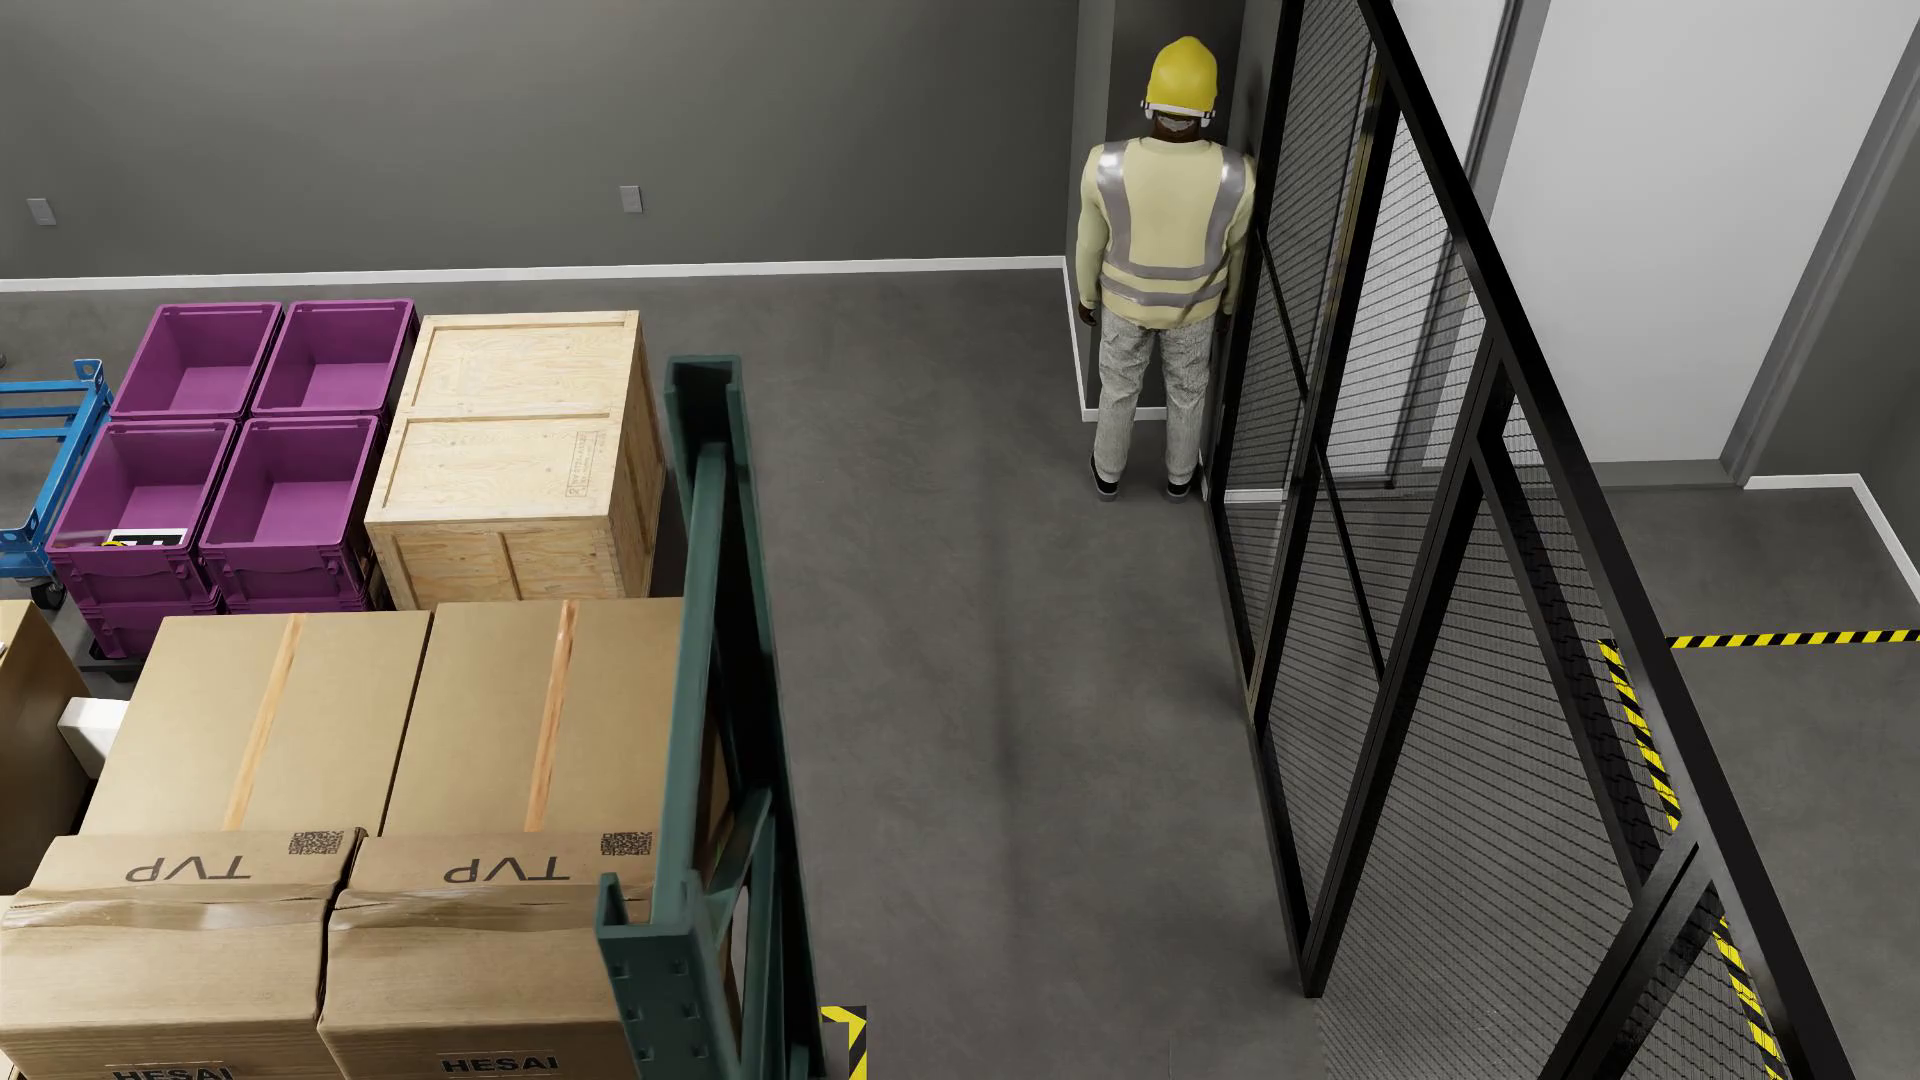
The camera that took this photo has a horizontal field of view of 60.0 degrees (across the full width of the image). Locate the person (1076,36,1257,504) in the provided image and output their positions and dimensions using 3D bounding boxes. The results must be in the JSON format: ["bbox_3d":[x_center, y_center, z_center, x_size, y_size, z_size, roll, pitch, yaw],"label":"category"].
[{"bbox_3d":[0.682,-0.853,5.643,0.590,1.833,0.404,4,46,3],"label":"person"}]

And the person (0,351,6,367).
[{"bbox_3d":[-4.036,-1.265,5.965,0.370,1.940,0.630,-3,46,-3],"label":"person"}]
